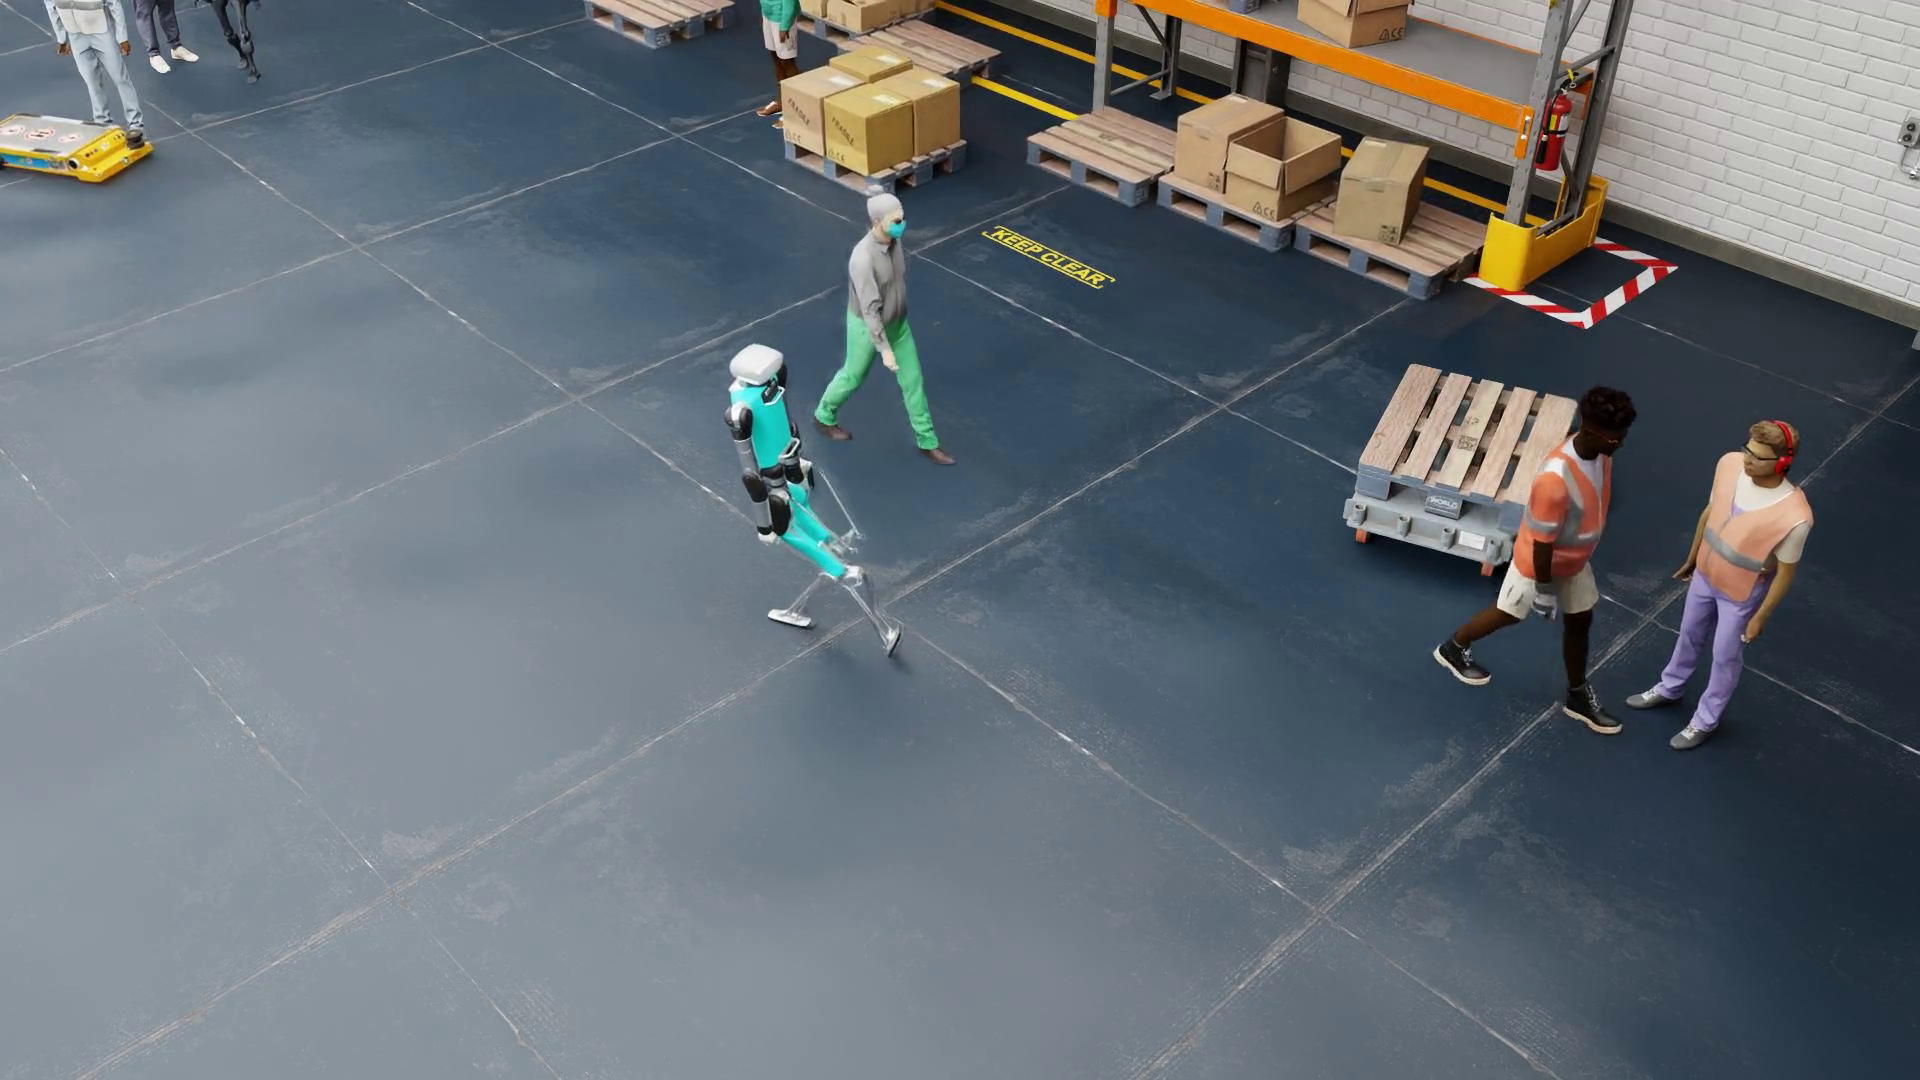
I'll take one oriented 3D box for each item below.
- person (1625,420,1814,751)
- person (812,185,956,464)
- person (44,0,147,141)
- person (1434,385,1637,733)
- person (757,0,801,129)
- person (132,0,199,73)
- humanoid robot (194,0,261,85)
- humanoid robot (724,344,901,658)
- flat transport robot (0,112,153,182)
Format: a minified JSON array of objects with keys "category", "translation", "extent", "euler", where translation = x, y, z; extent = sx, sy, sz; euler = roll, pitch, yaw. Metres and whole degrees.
[{"category":"person","translation":[3.687,0.214,7.942],"extent":[0.393,1.846,0.562],"euler":[-12,39,-15]},{"category":"person","translation":[-0.505,-1.299,9.994],"extent":[0.979,1.794,0.495],"euler":[23,43,27]},{"category":"person","translation":[-7.140,-4.166,13.686],"extent":[0.587,1.914,0.395],"euler":[0,37,0]},{"category":"person","translation":[2.893,0.057,8.100],"extent":[0.614,1.911,0.979],"euler":[-29,46,-33]},{"category":"person","translation":[-1.531,-4.437,14.098],"extent":[0.397,1.850,0.491],"euler":[-18,40,-22]},{"category":"person","translation":[-7.424,-5.239,15.144],"extent":[0.419,1.863,0.817],"euler":[19,41,24]},{"category":"humanoid robot","translation":[-6.651,-5.002,15.003],"extent":[0.609,1.636,0.614],"euler":[-1,37,-1]},{"category":"humanoid robot","translation":[-0.667,-0.145,8.533],"extent":[0.942,1.789,0.557],"euler":[11,38,14]},{"category":"flat transport robot","translation":[-7.569,-3.279,13.875],"extent":[1.431,0.231,0.659],"euler":[10,38,13]}]
